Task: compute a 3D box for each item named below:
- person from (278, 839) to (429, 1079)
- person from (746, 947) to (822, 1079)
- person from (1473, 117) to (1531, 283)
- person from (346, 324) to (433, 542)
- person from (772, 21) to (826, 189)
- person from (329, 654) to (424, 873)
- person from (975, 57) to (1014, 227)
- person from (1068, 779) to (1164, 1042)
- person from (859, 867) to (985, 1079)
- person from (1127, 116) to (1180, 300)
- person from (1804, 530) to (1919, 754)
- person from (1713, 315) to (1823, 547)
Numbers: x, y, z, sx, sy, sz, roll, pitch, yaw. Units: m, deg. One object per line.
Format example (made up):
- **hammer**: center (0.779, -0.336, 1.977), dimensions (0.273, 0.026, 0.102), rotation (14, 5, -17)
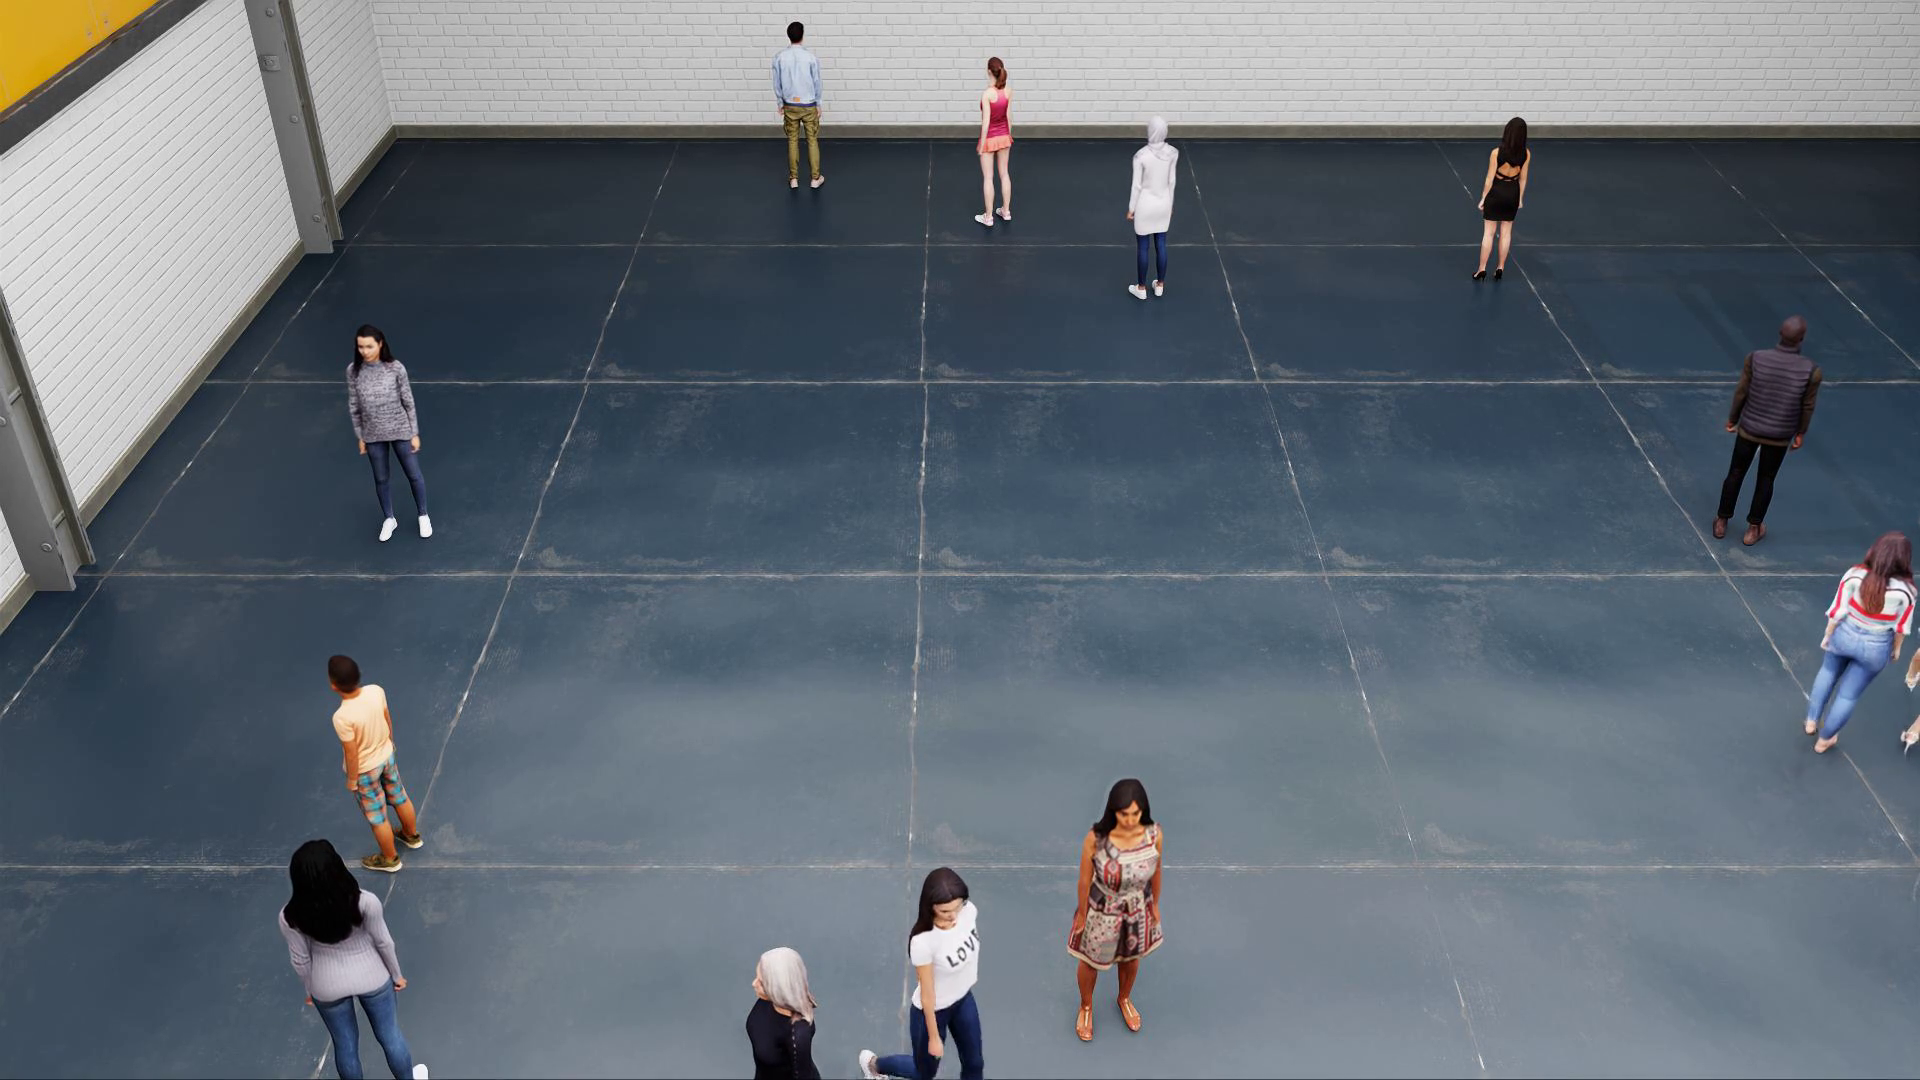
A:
- **person**: center (-2.903, 2.109, 7.915), dimensions (0.659, 1.735, 0.605), rotation (-8, 34, -12)
- **person**: center (-0.769, 2.446, 7.397), dimensions (0.753, 1.746, 0.643), rotation (-15, 36, -21)
- **person**: center (5.253, -3.285, 16.108), dimensions (0.566, 1.649, 0.466), rotation (0, 34, 1)
- **person**: center (-4.227, -0.805, 12.301), dimensions (0.638, 1.733, 0.565), rotation (-5, 34, -7)
- **person**: center (-1.744, -4.741, 18.151), dimensions (0.682, 1.812, 0.569), rotation (2, 34, 3)
- **person**: center (-3.342, 1.256, 9.447), dimensions (0.651, 1.460, 0.524), rotation (13, 36, 18)
- **person**: center (0.360, -4.166, 17.339), dimensions (0.662, 1.752, 0.705), rotation (-23, 40, -30)
- **person**: center (0.801, 1.841, 8.399), dimensions (0.688, 1.645, 0.590), rotation (-6, 34, -8)
- **person**: center (-0.164, 2.176, 7.799), dimensions (1.042, 1.752, 1.047), rotation (24, 40, 31)
- **person**: center (1.830, -3.149, 15.790), dimensions (0.668, 1.775, 0.625), rotation (-9, 35, -13)
- **person**: center (5.496, 0.672, 10.195), dimensions (0.696, 1.605, 0.749), rotation (28, 43, 35)
- **person**: center (5.911, -0.809, 12.215), dimensions (0.782, 1.835, 0.791), rotation (21, 39, 28)
